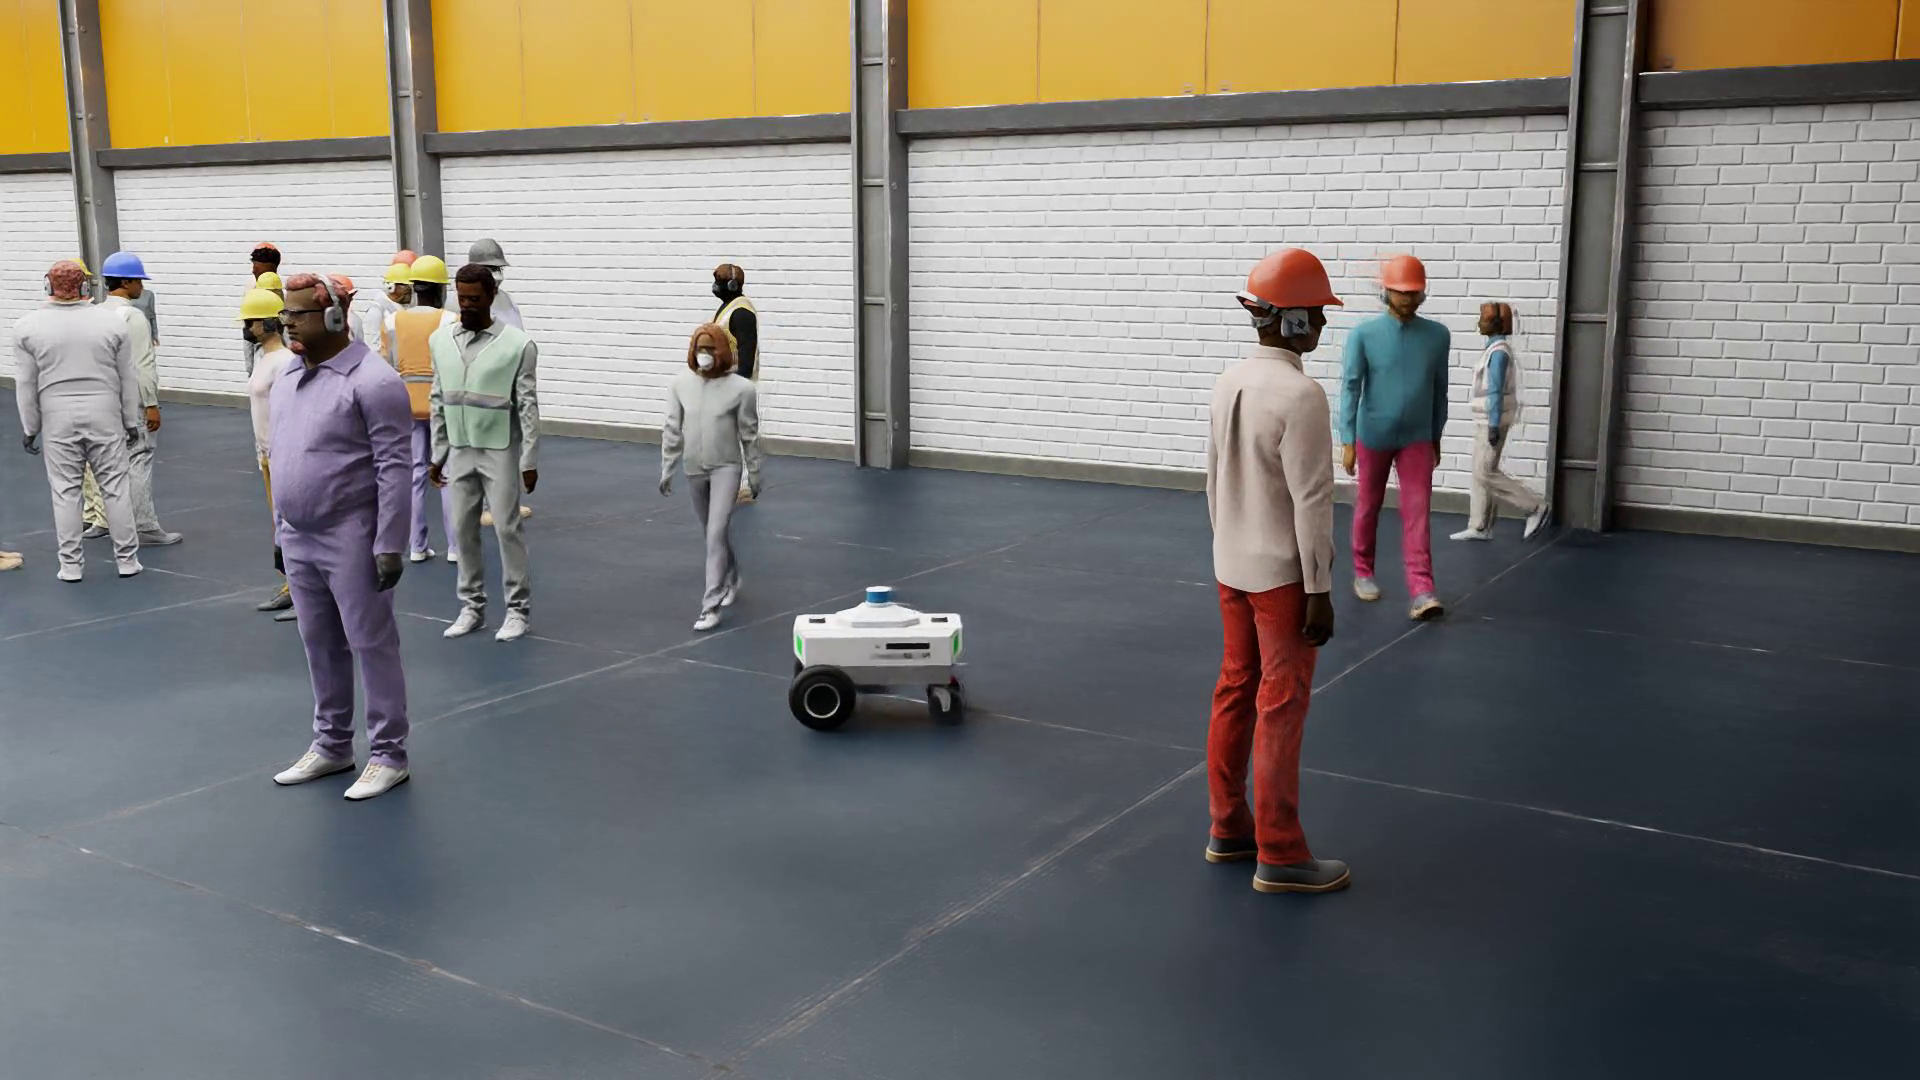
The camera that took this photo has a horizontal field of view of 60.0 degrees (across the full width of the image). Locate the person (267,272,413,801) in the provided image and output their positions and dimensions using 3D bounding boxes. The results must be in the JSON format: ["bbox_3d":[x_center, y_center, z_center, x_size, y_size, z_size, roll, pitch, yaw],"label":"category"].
[{"bbox_3d":[-2.287,-0.010,6.056,0.655,1.906,0.407,6,12,29],"label":"person"}]

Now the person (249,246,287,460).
[{"bbox_3d":[-6.210,-1.669,15.084,0.364,1.965,0.609,-8,13,-38],"label":"person"}]

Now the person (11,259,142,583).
[{"bbox_3d":[-5.222,-0.700,9.880,0.640,1.910,0.401,-5,12,-28],"label":"person"}]

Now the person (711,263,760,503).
[{"bbox_3d":[-1.773,-1.214,12.904,0.429,1.844,0.633,-4,11,-21],"label":"person"}]

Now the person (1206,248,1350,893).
[{"bbox_3d":[0.989,0.098,5.212,0.377,1.995,0.608,-4,11,-21],"label":"person"}]

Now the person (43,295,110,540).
[{"bbox_3d":[-5.989,-0.883,11.321,0.328,1.752,0.563,-9,13,-40],"label":"person"}]

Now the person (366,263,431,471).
[{"bbox_3d":[-4.836,-1.473,14.405,0.403,1.825,0.596,5,11,26],"label":"person"}]

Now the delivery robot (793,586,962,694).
[{"bbox_3d":[-0.343,0.441,7.048,0.707,0.478,0.477,-1,10,-2],"label":"delivery robot"}]

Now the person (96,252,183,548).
[{"bbox_3d":[-5.479,-0.919,10.983,0.618,1.944,0.396,7,12,34],"label":"person"}]

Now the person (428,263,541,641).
[{"bbox_3d":[-2.403,-0.442,8.459,0.600,1.908,0.390,3,11,16],"label":"person"}]

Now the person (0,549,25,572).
[{"bbox_3d":[-5.981,-0.709,10.145,0.354,1.835,0.515,-7,12,-32],"label":"person"}]

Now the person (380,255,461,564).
[{"bbox_3d":[-3.302,-0.808,10.425,0.593,1.924,0.384,1,10,7],"label":"person"}]

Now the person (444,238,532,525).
[{"bbox_3d":[-3.332,-1.138,11.938,0.537,2.000,0.688,4,11,20],"label":"person"}]

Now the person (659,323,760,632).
[{"bbox_3d":[-1.310,-0.369,8.902,0.509,1.596,0.838,3,11,17],"label":"person"}]

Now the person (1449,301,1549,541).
[{"bbox_3d":[3.610,-0.773,11.054,0.539,1.628,0.515,3,11,14],"label":"person"}]

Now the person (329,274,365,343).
[{"bbox_3d":[-4.957,-1.261,13.410,0.327,1.753,0.562,-2,10,-12],"label":"person"}]

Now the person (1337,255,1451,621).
[{"bbox_3d":[2.356,-0.559,9.014,0.651,1.934,1.044,-1,10,-4],"label":"person"}]

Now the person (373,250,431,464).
[{"bbox_3d":[-4.891,-1.592,14.746,0.370,1.935,0.543,7,12,35],"label":"person"}]

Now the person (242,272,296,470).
[{"bbox_3d":[-6.054,-1.486,14.690,0.493,1.743,0.314,2,10,9],"label":"person"}]

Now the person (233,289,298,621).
[{"bbox_3d":[-3.651,-0.450,8.885,0.327,1.767,0.533,-7,13,-35],"label":"person"}]
